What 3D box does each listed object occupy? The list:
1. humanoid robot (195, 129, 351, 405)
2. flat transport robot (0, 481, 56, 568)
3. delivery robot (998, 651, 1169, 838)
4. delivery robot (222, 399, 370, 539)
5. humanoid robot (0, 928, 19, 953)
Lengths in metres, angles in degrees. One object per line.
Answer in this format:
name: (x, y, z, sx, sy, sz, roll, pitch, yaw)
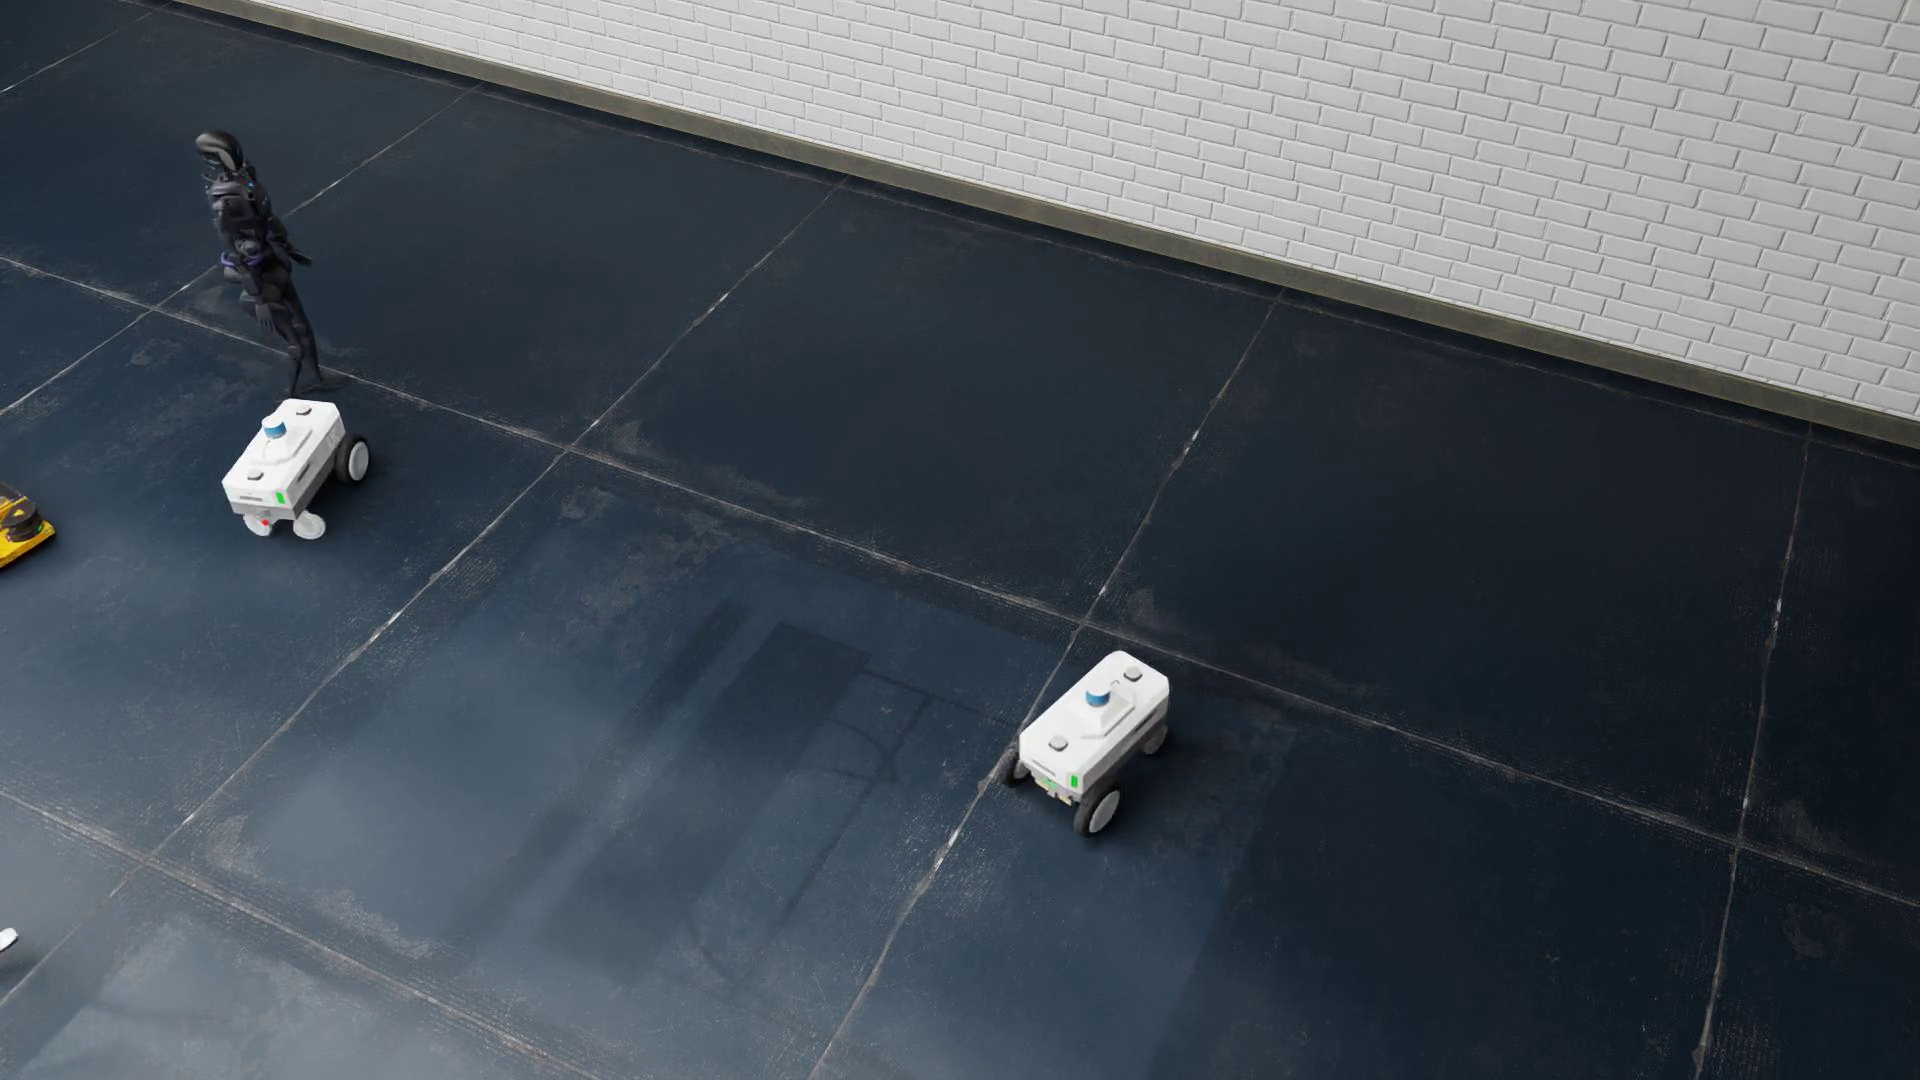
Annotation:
humanoid robot: (-3.625, -1.414, 8.741, 0.379, 1.649, 0.600, 0, 43, 0)
flat transport robot: (-5.336, -0.170, 8.439, 1.431, 0.231, 0.659, 24, 48, 24)
delivery robot: (0.566, 0.843, 7.143, 0.499, 0.606, 0.807, 31, 51, 29)
delivery robot: (-3.402, -0.391, 8.455, 0.506, 0.579, 0.751, 7, 43, 7)
humanoid robot: (-3.874, 1.157, 5.914, 0.546, 1.729, 0.994, 30, 50, 28)
